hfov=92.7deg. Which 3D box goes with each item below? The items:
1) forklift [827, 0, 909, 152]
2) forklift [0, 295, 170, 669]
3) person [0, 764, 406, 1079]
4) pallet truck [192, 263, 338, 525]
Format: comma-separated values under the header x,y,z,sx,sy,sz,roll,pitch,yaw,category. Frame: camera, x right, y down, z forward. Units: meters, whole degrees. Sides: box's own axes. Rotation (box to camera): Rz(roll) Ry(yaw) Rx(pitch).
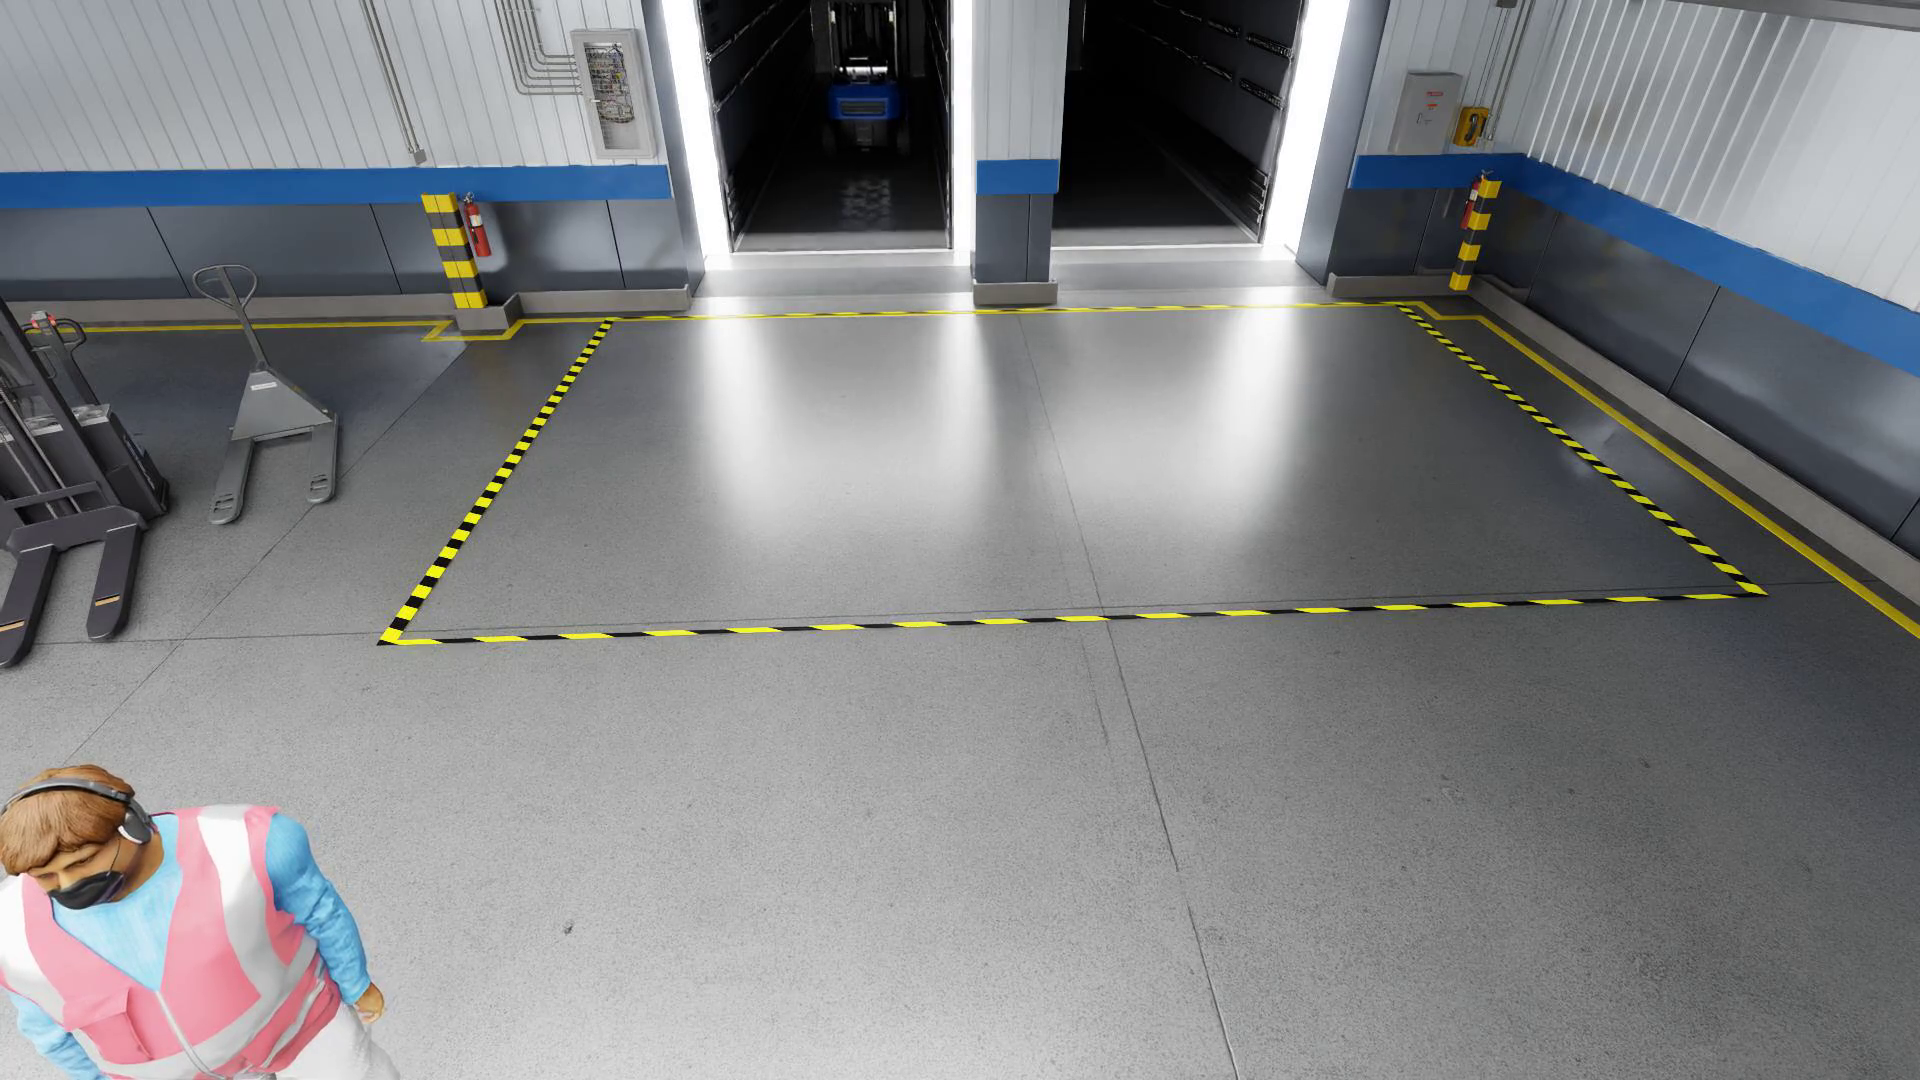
x,y,z,sx,sy,sz,roll,pitch,yaw,category
-1.437,-7.432,14.356,1.157,2.036,2.680,0,35,0,forklift
-5.212,-0.618,4.878,0.823,1.965,1.885,-20,39,-26,forklift
-1.826,1.249,2.330,0.618,1.845,0.430,-20,39,-26,person
-4.778,-1.027,6.128,0.680,1.201,1.601,-17,38,-23,pallet truck
